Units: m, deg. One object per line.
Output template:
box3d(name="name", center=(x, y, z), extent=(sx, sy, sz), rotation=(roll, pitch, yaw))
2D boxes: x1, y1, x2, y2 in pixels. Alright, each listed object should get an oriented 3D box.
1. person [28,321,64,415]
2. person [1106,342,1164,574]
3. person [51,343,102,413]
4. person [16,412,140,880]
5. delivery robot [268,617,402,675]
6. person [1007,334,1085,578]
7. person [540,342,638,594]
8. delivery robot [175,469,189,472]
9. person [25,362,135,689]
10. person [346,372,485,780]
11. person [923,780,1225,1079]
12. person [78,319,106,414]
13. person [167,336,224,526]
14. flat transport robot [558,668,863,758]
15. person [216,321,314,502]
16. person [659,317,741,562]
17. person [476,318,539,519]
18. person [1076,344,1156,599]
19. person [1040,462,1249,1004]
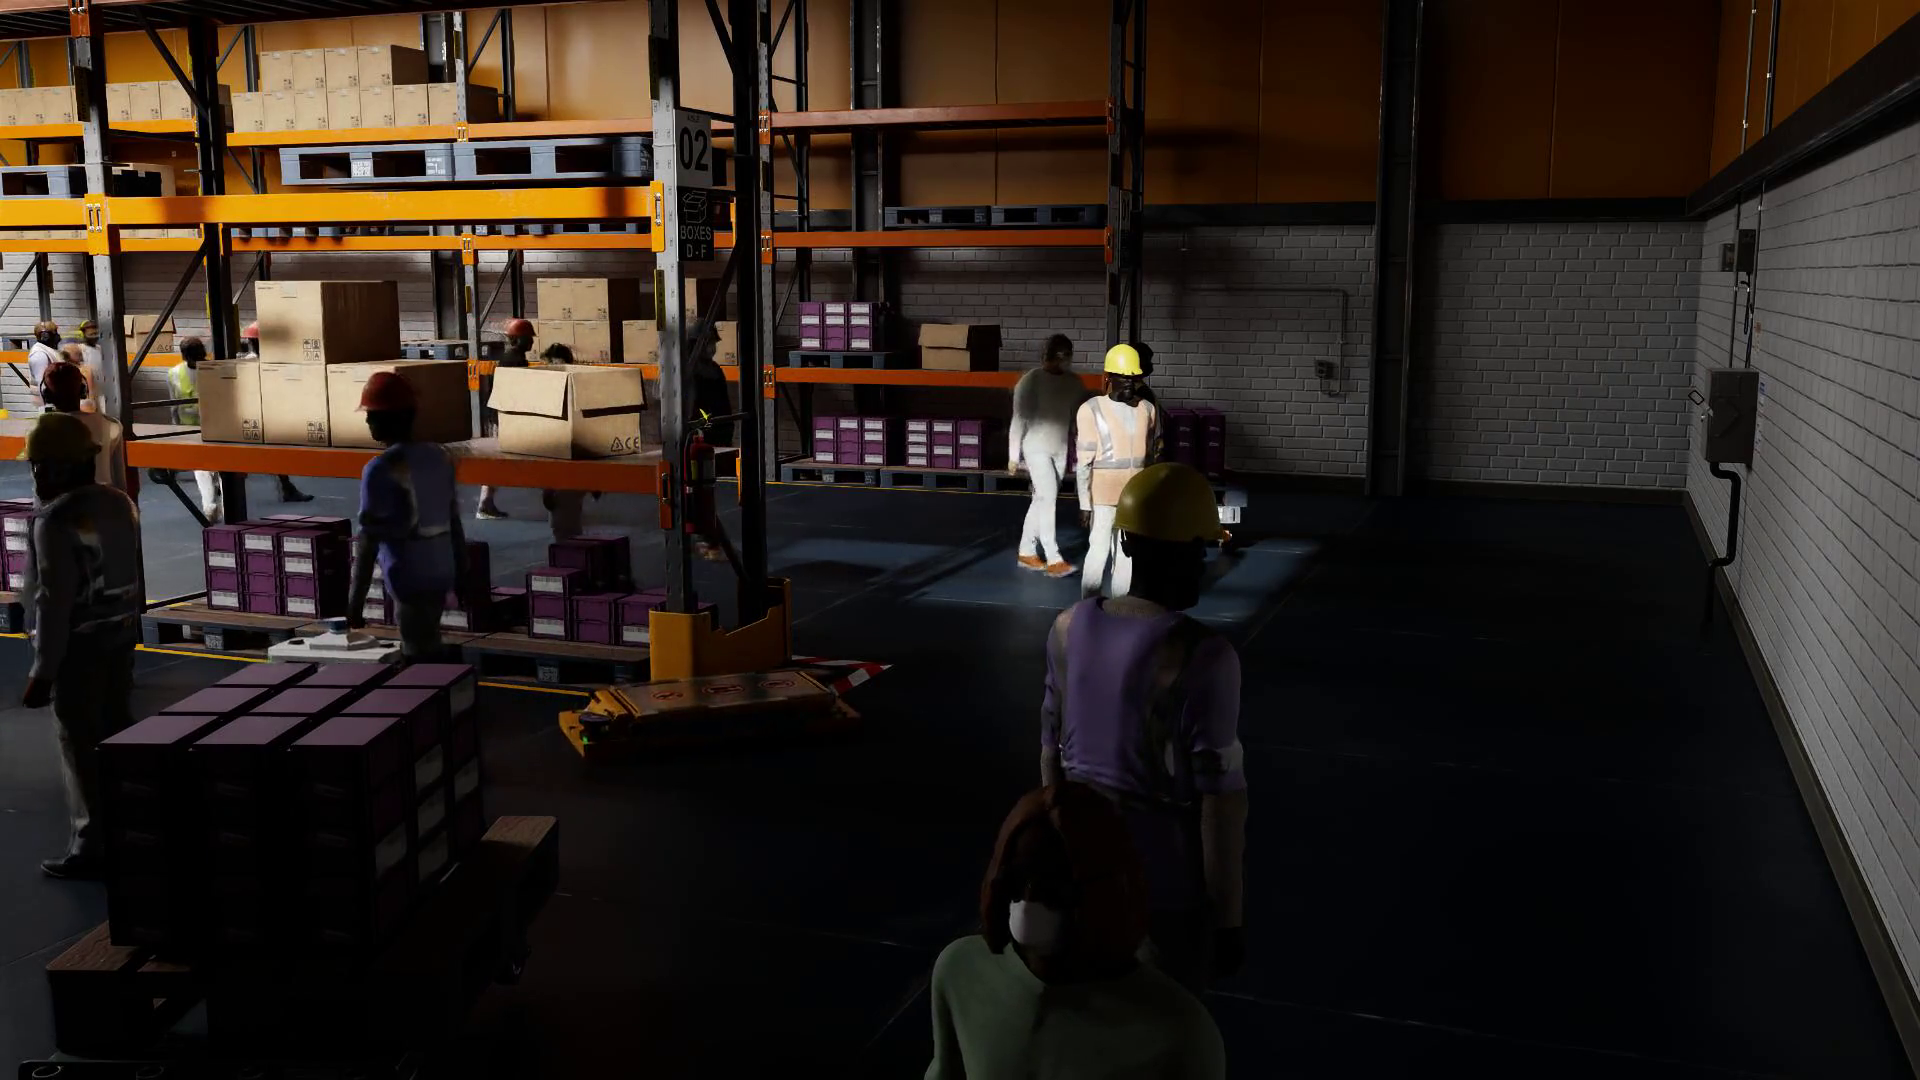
box3d(name="person", center=(-10.220, -1.540, 18.745), extent=(0.429, 1.846, 0.625), rotation=(-3, 10, -20))
box3d(name="person", center=(1.363, -0.610, 12.918), extent=(0.429, 1.844, 0.626), rotation=(-3, 10, -18))
box3d(name="person", center=(-9.945, -1.404, 18.653), extent=(0.871, 1.589, 0.528), rotation=(2, 9, 11))
box3d(name="person", center=(-3.441, 0.415, 6.530), extent=(0.403, 1.828, 0.628), rotation=(0, 9, 2))
box3d(name="delivery robot", center=(-3.250, 0.648, 8.746), extent=(0.707, 0.478, 0.477), rotation=(2, 9, 10))
box3d(name="person", center=(0.751, -0.661, 13.051), extent=(0.638, 1.890, 0.896), rotation=(-8, 12, -42))
box3d(name="person", center=(-2.640, -0.415, 11.520), extent=(0.904, 1.909, 0.631), rotation=(3, 10, 19))
box3d(name="delivery robot", center=(-8.850, -0.982, 18.979), extent=(0.707, 0.478, 0.477), rotation=(-4, 10, -21))
box3d(name="person", center=(-4.894, -0.049, 9.258), extent=(0.361, 1.884, 0.574), rotation=(4, 10, 25))
box3d(name="person", center=(-2.604, 0.182, 7.724), extent=(0.905, 1.905, 0.583), rotation=(3, 10, 18))
box3d(name="person", center=(0.145, 1.152, 2.493), extent=(0.500, 1.636, 0.280), rotation=(5, 11, 31))
box3d(name="person", center=(-10.226, -1.681, 19.651), extent=(0.386, 1.843, 0.508), rotation=(5, 10, 30))
box3d(name="person", center=(-7.189, -1.065, 15.950), extent=(0.680, 1.799, 0.924), rotation=(-2, 9, -11))
box3d(name="flat transport robot", center=(-1.282, 0.869, 8.537), extent=(1.431, 0.197, 0.652), rotation=(-4, 10, -24))
box3d(name="person", center=(-7.271, -1.310, 17.143), extent=(0.951, 1.906, 0.553), rotation=(-3, 10, -20))
box3d(name="person", center=(-2.034, -0.843, 13.748), extent=(0.836, 2.000, 0.705), rotation=(5, 10, 27))
box3d(name="person", center=(-4.251, -1.171, 16.131), extent=(1.031, 1.943, 0.608), rotation=(-8, 12, -41))
box3d(name="person", center=(1.008, -0.275, 10.538), extent=(0.592, 1.925, 0.385), rotation=(-5, 11, -31))
box3d(name="person", center=(0.455, 0.773, 3.963), extent=(0.383, 1.924, 0.594), rotation=(-7, 12, -39))
